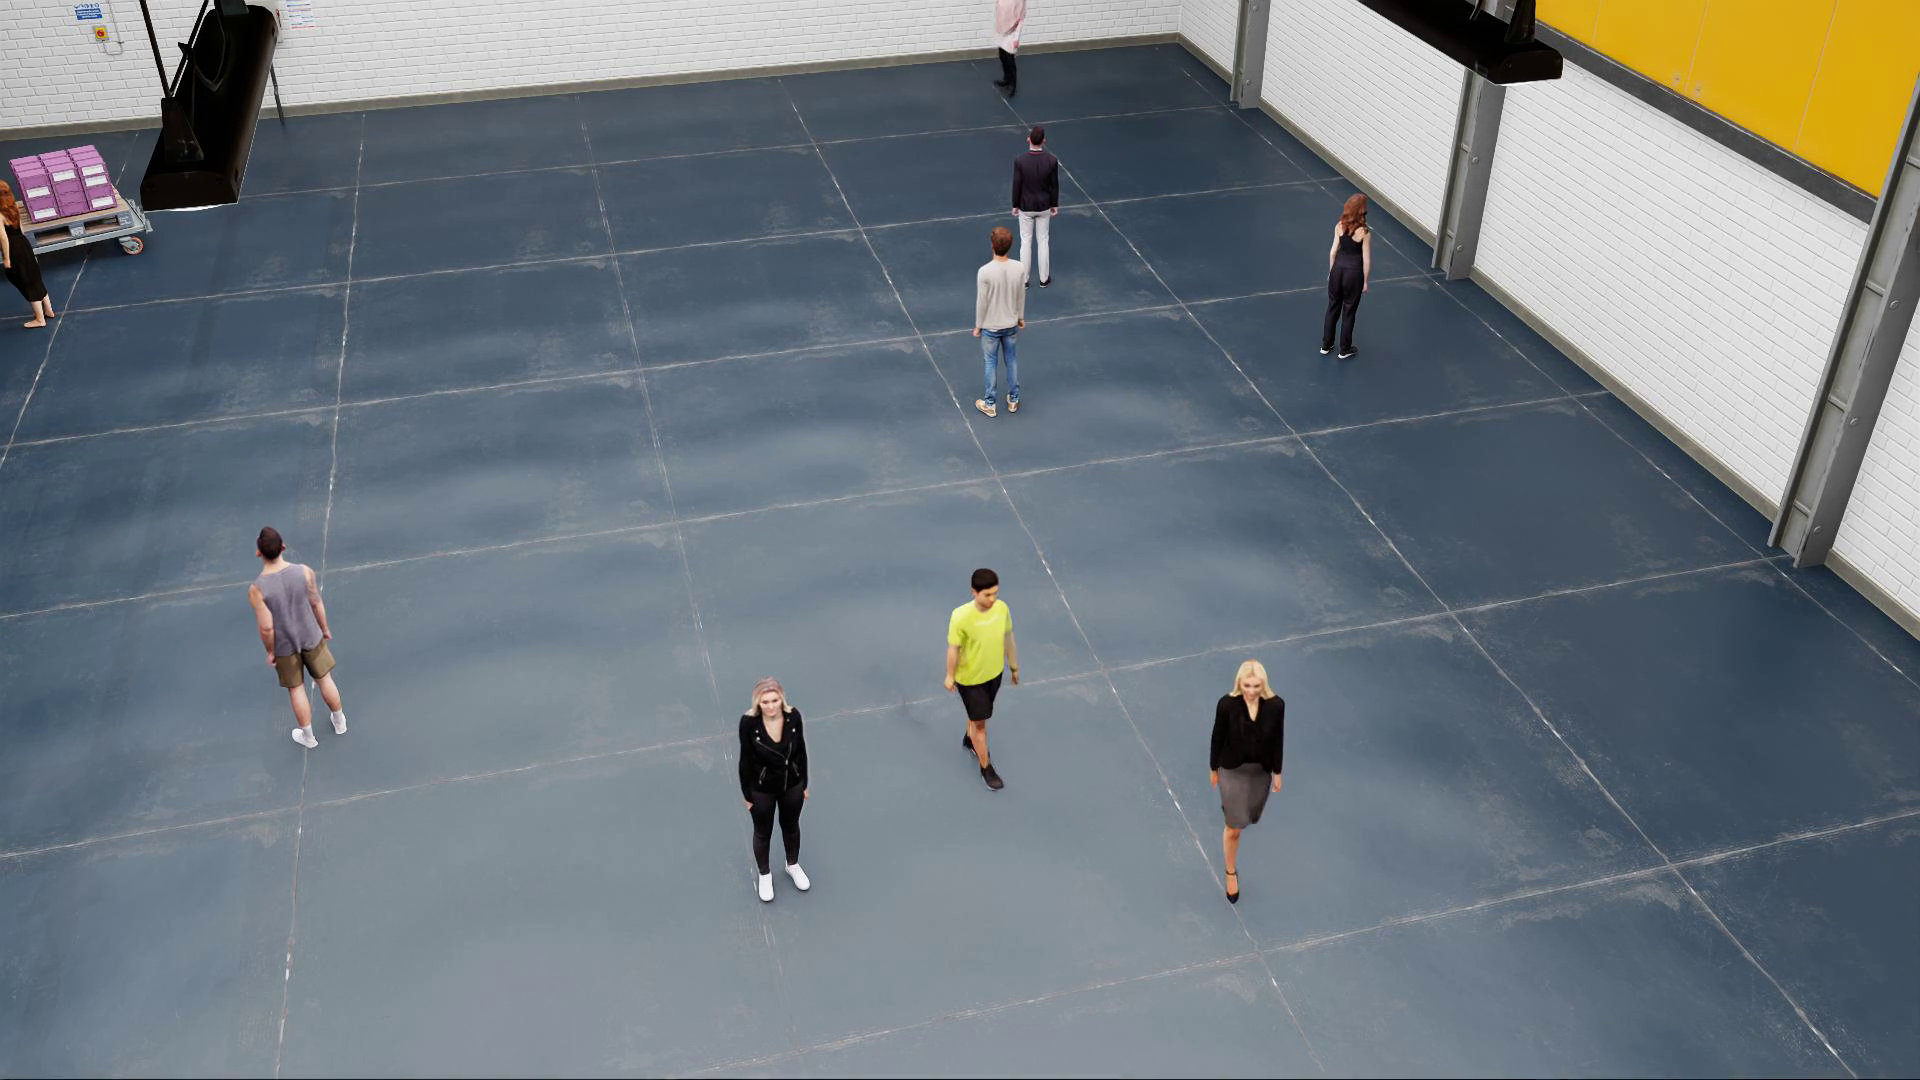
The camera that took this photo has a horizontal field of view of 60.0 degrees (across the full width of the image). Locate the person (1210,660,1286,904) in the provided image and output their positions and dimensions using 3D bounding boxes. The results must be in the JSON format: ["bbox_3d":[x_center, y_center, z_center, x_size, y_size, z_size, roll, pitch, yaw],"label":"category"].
[{"bbox_3d":[1.813,1.470,10.655,0.753,1.819,1.051,-1,34,-2],"label":"person"}]

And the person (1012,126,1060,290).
[{"bbox_3d":[0.822,-3.675,18.374,0.713,1.843,0.626,-1,34,-1],"label":"person"}]

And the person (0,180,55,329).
[{"bbox_3d":[-9.976,-3.046,17.624,0.702,1.625,0.595,1,34,1],"label":"person"}]

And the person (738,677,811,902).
[{"bbox_3d":[-1.184,1.565,10.631,0.626,1.687,0.561,-13,36,-18],"label":"person"}]

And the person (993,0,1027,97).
[{"bbox_3d":[0.713,-7.268,23.843,0.981,1.772,0.779,-16,37,-22],"label":"person"}]

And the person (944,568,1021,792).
[{"bbox_3d":[0.090,0.864,11.683,0.828,1.690,0.984,-21,39,-28],"label":"person"}]

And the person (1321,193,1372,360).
[{"bbox_3d":[3.949,-2.708,17.006,0.640,1.747,0.725,22,40,30],"label":"person"}]

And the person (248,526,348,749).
[{"bbox_3d":[-4.744,0.696,11.860,0.715,1.845,0.721,-27,42,-34],"label":"person"}]

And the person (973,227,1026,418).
[{"bbox_3d":[0.382,-2.080,15.920,0.693,1.903,0.589,-12,35,-17],"label":"person"}]
